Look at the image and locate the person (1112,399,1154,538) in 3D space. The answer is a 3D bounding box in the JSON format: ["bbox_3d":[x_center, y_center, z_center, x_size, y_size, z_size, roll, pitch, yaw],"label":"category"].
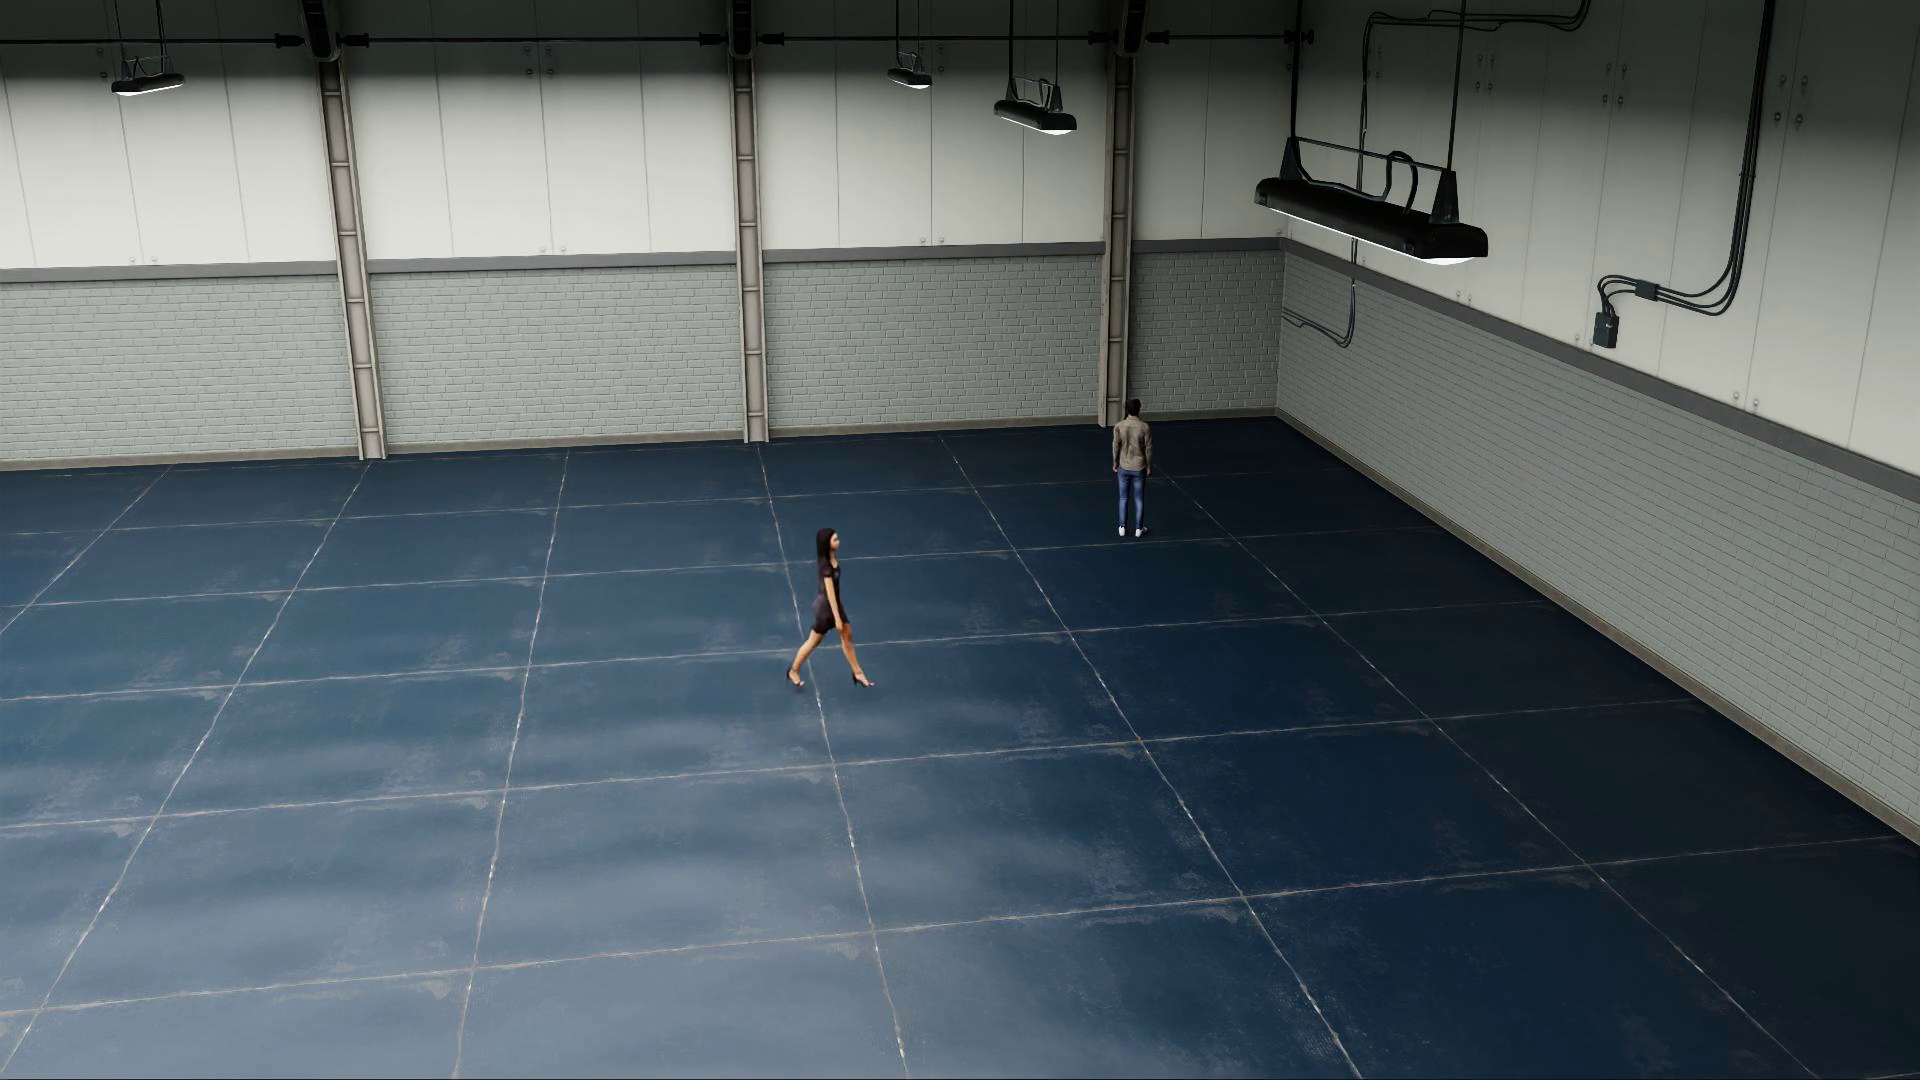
[{"bbox_3d":[2.289,-0.964,22.148,0.696,1.864,0.845,5,19,14],"label":"person"}]

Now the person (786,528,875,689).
[{"bbox_3d":[-1.447,0.758,17.057,1.193,1.742,0.798,1,18,3],"label":"person"}]
